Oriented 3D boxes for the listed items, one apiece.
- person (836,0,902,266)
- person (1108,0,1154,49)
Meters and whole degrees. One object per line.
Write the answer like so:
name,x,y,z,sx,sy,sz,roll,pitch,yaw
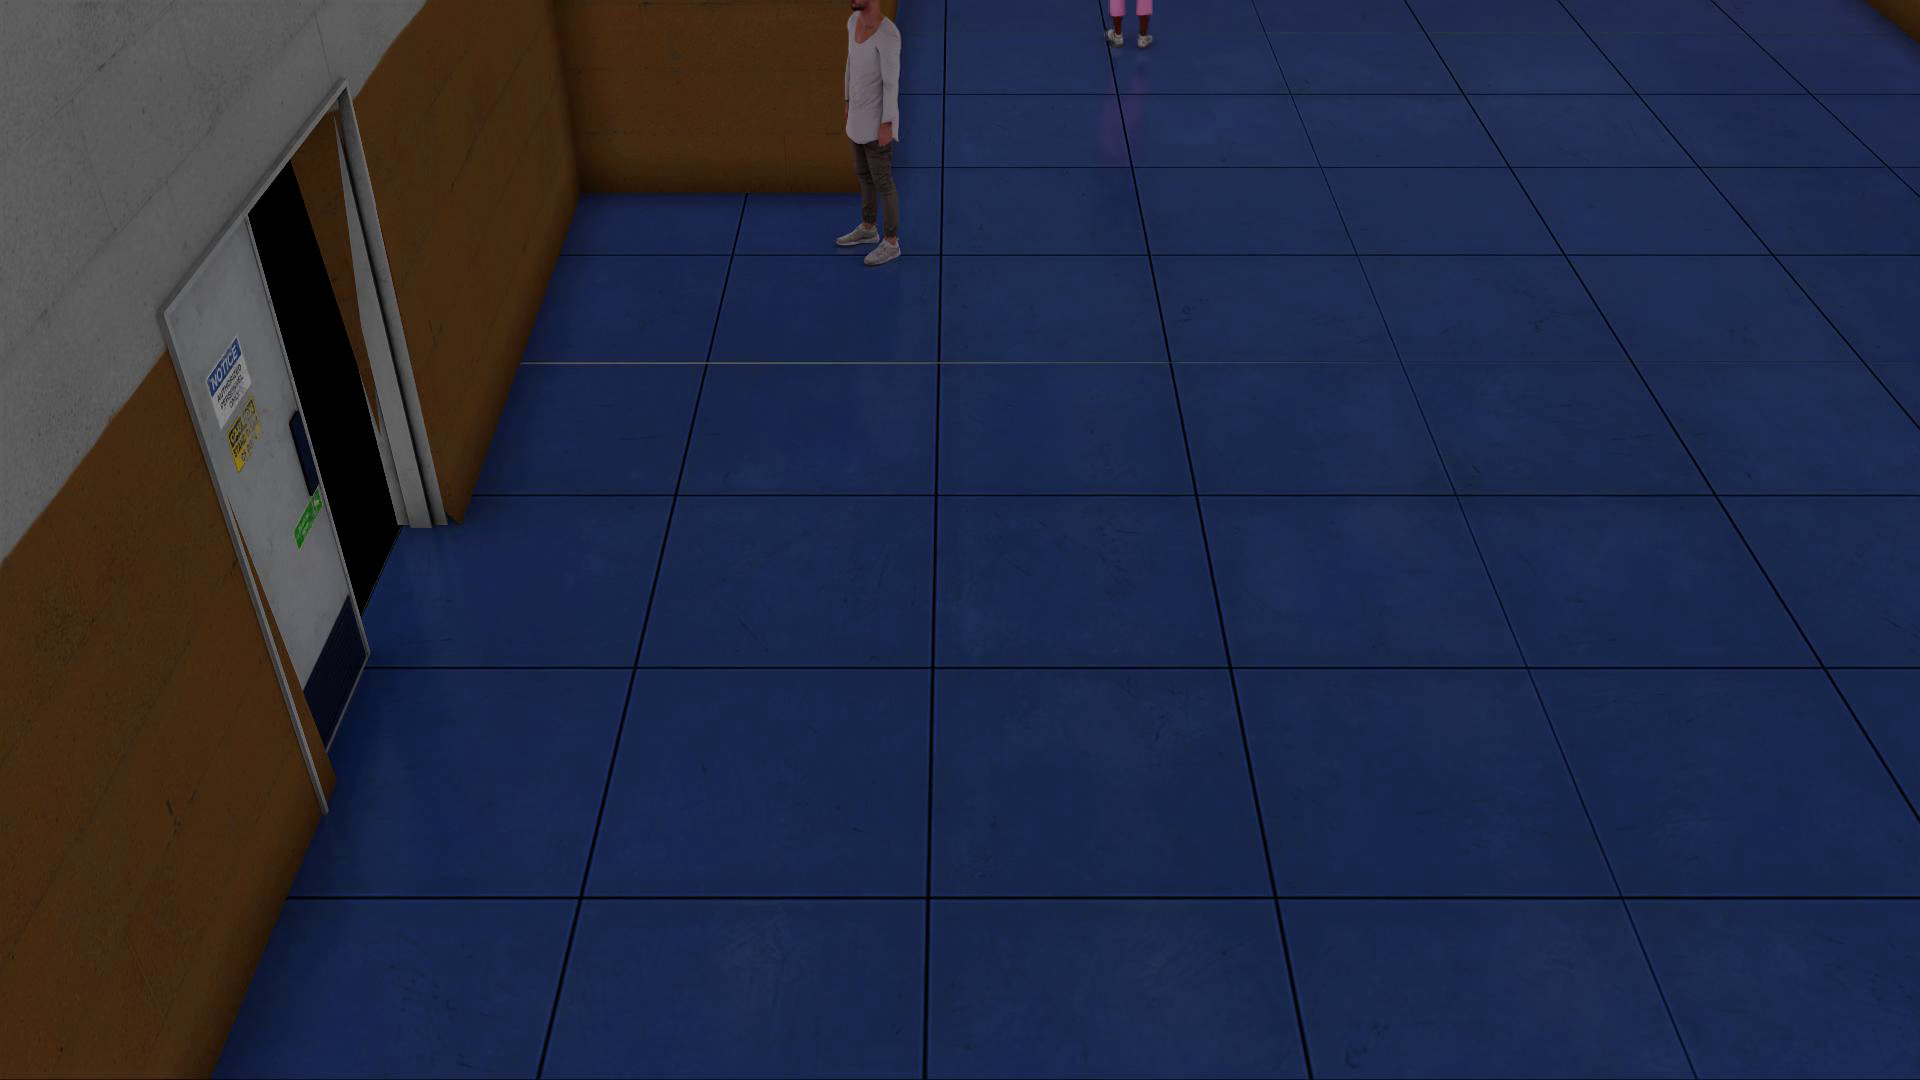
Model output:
person,-0.538,-2.602,10.143,0.766,1.841,0.753,-22,42,-27
person,1.354,-4.782,13.134,0.530,1.738,0.670,-4,37,-6
